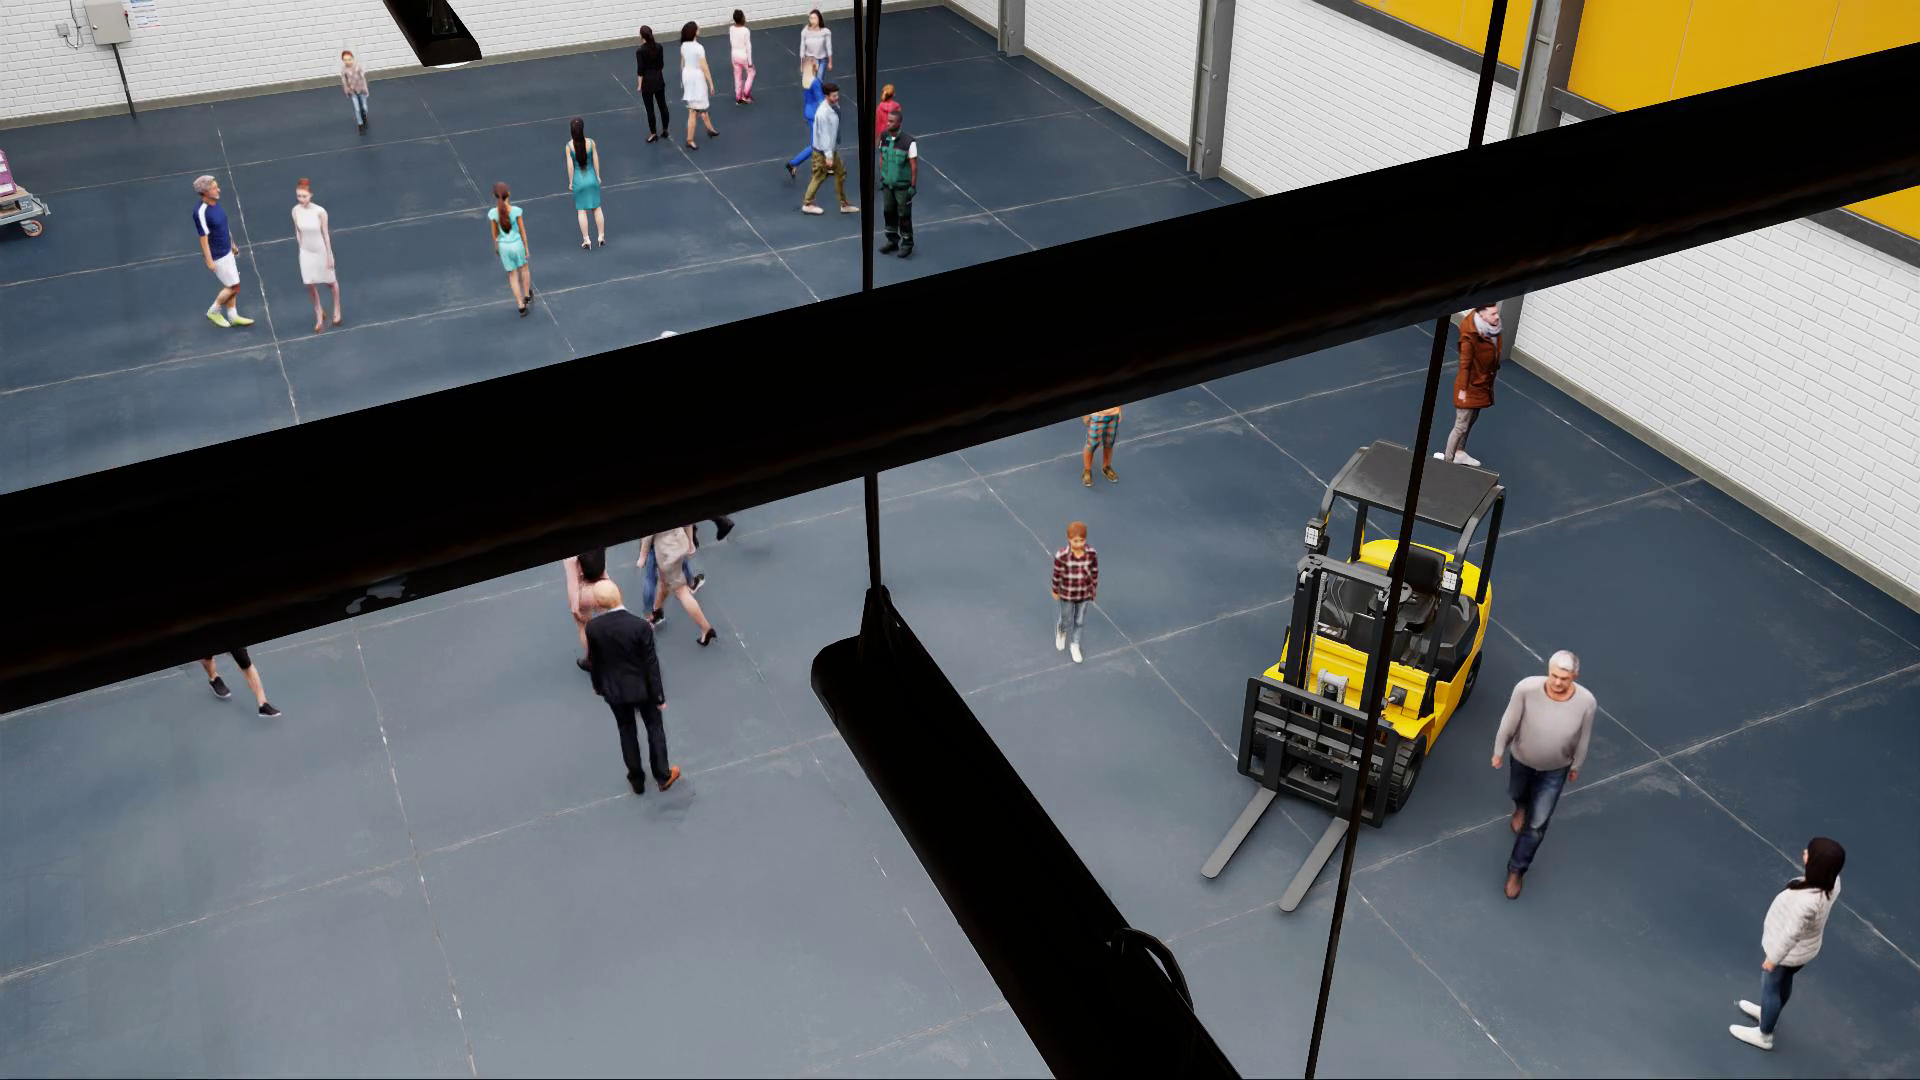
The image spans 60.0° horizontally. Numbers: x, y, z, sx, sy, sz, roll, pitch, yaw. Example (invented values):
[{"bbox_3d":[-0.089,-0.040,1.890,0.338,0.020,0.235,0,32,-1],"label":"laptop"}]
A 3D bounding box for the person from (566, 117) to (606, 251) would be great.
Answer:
[{"bbox_3d":[-4.635,-4.415,20.560,0.539,1.687,0.479,-15,36,-21],"label":"person"}]

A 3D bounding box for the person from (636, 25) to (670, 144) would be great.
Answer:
[{"bbox_3d":[-4.390,-6.509,23.731,0.670,1.662,0.671,28,43,35],"label":"person"}]

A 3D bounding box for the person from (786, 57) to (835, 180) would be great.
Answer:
[{"bbox_3d":[-2.024,-5.644,22.414,0.682,1.681,0.964,-15,36,-21],"label":"person"}]

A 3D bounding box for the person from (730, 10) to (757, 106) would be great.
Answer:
[{"bbox_3d":[-3.333,-7.267,25.076,0.637,1.436,0.707,14,36,20],"label":"person"}]

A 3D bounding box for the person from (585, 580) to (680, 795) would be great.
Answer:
[{"bbox_3d":[-2.404,1.127,12.157,0.836,1.758,0.810,8,34,11],"label":"person"}]

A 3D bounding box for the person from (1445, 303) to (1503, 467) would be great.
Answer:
[{"bbox_3d":[4.930,-1.482,16.008,0.870,1.840,0.838,23,40,30],"label":"person"}]

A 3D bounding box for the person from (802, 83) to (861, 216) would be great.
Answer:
[{"bbox_3d":[-1.798,-5.022,21.397,1.135,1.771,1.082,7,34,11],"label":"person"}]

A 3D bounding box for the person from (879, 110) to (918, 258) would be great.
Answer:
[{"bbox_3d":[-0.760,-4.367,20.352,0.720,1.837,0.838,20,39,28],"label":"person"}]

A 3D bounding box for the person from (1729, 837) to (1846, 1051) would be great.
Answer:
[{"bbox_3d":[5.135,2.476,10.237,0.679,1.638,0.695,27,42,34],"label":"person"}]

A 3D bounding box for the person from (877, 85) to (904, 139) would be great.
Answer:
[{"bbox_3d":[-0.965,-5.487,22.514,0.650,1.309,0.714,6,34,9],"label":"person"}]

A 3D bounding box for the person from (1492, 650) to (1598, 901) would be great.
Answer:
[{"bbox_3d":[4.023,1.483,11.520,1.276,1.871,1.273,16,37,22],"label":"person"}]

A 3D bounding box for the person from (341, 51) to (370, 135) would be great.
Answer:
[{"bbox_3d":[-8.789,-6.549,24.225,0.483,1.184,0.724,-13,36,-19],"label":"person"}]

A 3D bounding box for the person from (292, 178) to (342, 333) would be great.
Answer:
[{"bbox_3d":[-7.164,-3.231,18.696,0.752,1.778,0.822,3,34,5],"label":"person"}]

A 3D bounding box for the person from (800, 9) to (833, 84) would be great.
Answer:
[{"bbox_3d":[-2.113,-7.063,24.634,1.013,1.587,1.150,6,34,9],"label":"person"}]

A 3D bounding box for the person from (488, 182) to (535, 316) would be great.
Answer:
[{"bbox_3d":[-5.135,-3.307,19.027,0.648,1.539,0.810,-7,34,-11],"label":"person"}]

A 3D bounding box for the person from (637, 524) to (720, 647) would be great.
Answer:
[{"bbox_3d":[-2.312,0.161,13.661,1.162,1.702,1.006,18,38,25],"label":"person"}]

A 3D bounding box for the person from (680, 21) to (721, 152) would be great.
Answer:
[{"bbox_3d":[-3.787,-6.336,23.358,1.045,1.787,0.982,24,41,32],"label":"person"}]

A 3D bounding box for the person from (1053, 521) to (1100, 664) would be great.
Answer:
[{"bbox_3d":[0.941,0.377,13.701,0.598,1.299,0.656,-5,34,-8],"label":"person"}]

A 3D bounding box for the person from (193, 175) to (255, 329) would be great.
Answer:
[{"bbox_3d":[-8.373,-3.206,18.618,0.821,1.822,0.762,-2,34,-4],"label":"person"}]
